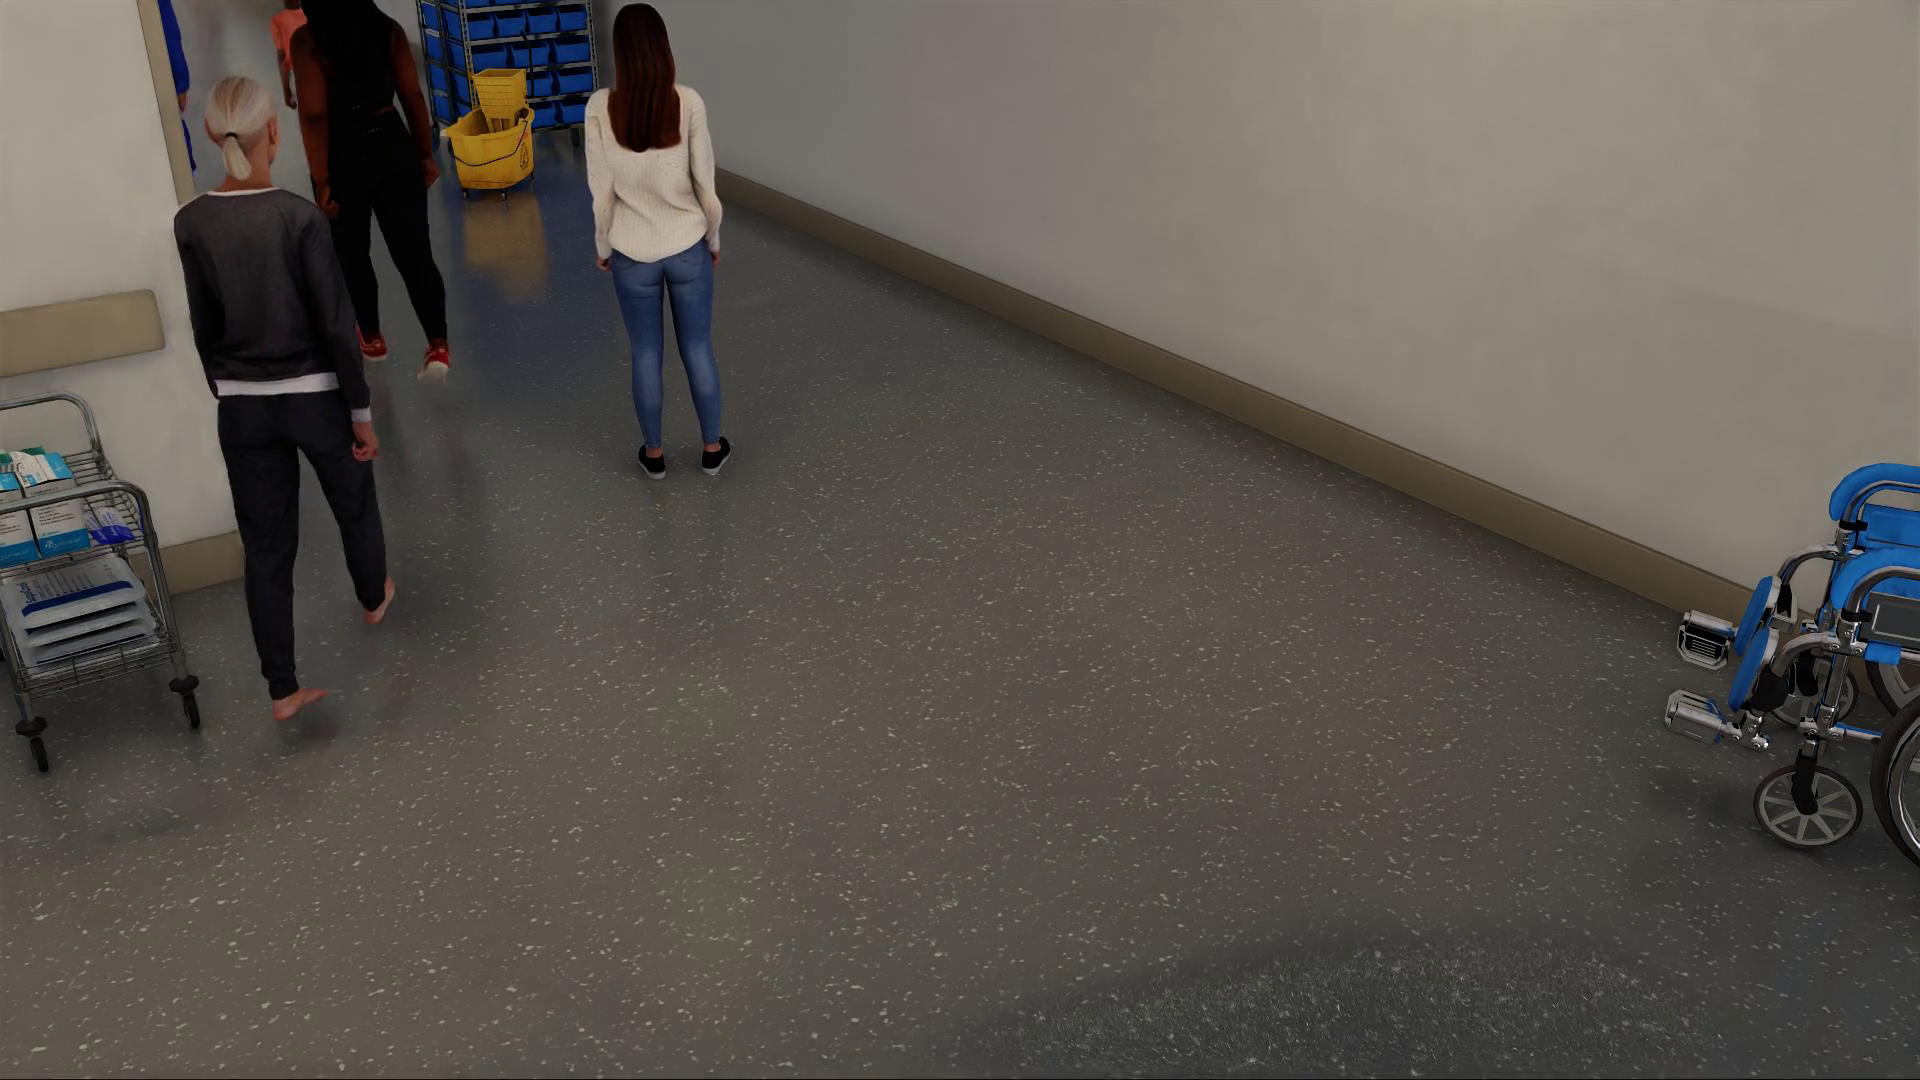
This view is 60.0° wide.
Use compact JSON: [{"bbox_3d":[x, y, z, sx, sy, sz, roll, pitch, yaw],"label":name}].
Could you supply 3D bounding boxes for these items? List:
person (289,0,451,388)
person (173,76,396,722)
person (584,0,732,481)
[{"bbox_3d":[-2.357,-1.453,6.710,1.143,1.772,0.748,-18,31,-32],"label":"person"},{"bbox_3d":[-1.838,-0.322,4.473,1.142,1.676,1.020,-2,26,-5],"label":"person"},{"bbox_3d":[-1.066,-1.037,5.935,0.650,1.694,0.763,-3,26,-6],"label":"person"}]
